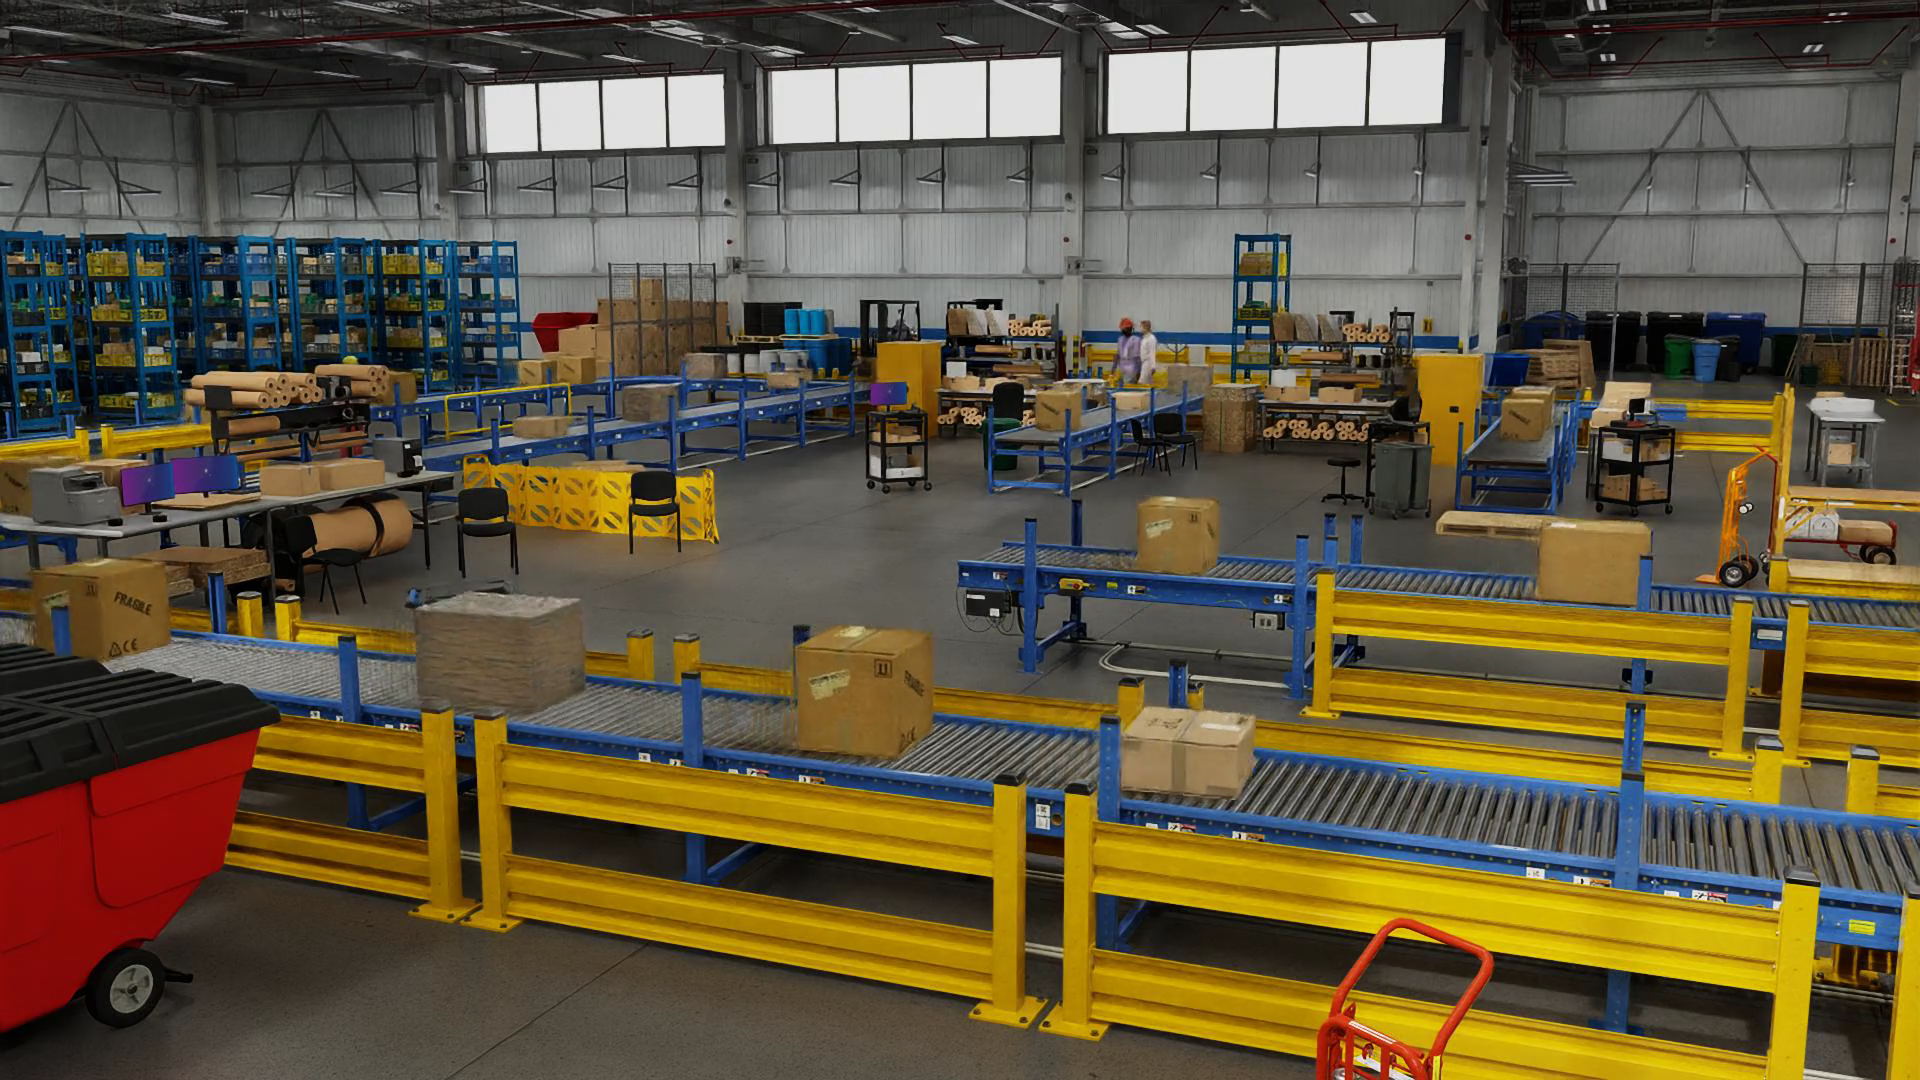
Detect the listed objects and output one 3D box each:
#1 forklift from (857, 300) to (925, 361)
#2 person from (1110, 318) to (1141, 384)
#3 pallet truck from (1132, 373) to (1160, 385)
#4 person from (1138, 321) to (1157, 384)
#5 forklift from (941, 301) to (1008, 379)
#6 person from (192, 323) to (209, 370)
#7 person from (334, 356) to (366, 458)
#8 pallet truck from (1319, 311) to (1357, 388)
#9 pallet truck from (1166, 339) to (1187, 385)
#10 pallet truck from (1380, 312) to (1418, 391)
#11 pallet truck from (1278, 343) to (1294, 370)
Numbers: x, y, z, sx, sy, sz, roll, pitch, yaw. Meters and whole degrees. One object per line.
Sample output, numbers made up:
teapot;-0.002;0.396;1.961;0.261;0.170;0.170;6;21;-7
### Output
forklift;-1.732;-5.109;42.468;1.157;1.987;2.680;4;10;22
person;3.201;-3.330;32.557;0.815;2.014;0.636;-5;11;-28
pallet truck;4.445;-4.380;41.279;0.680;1.201;1.601;4;10;22
person;4.043;-3.744;35.491;0.886;1.879;0.654;-2;10;-11
forklift;0.365;-4.966;41.571;1.157;1.987;2.680;3;10;20
person;-17.879;-4.324;39.084;0.564;1.841;0.391;-3;10;-18
person;-8.610;-1.720;23.551;0.524;1.764;0.329;4;10;22
pallet truck;9.071;-4.419;39.190;0.823;1.965;1.885;5;10;26
pallet truck;5.418;-4.269;40.420;0.704;1.261;1.522;3;10;20
pallet truck;10.207;-4.283;38.369;0.823;1.965;1.885;3;10;20
pallet truck;7.886;-4.163;39.743;0.653;1.274;1.630;4;10;22
